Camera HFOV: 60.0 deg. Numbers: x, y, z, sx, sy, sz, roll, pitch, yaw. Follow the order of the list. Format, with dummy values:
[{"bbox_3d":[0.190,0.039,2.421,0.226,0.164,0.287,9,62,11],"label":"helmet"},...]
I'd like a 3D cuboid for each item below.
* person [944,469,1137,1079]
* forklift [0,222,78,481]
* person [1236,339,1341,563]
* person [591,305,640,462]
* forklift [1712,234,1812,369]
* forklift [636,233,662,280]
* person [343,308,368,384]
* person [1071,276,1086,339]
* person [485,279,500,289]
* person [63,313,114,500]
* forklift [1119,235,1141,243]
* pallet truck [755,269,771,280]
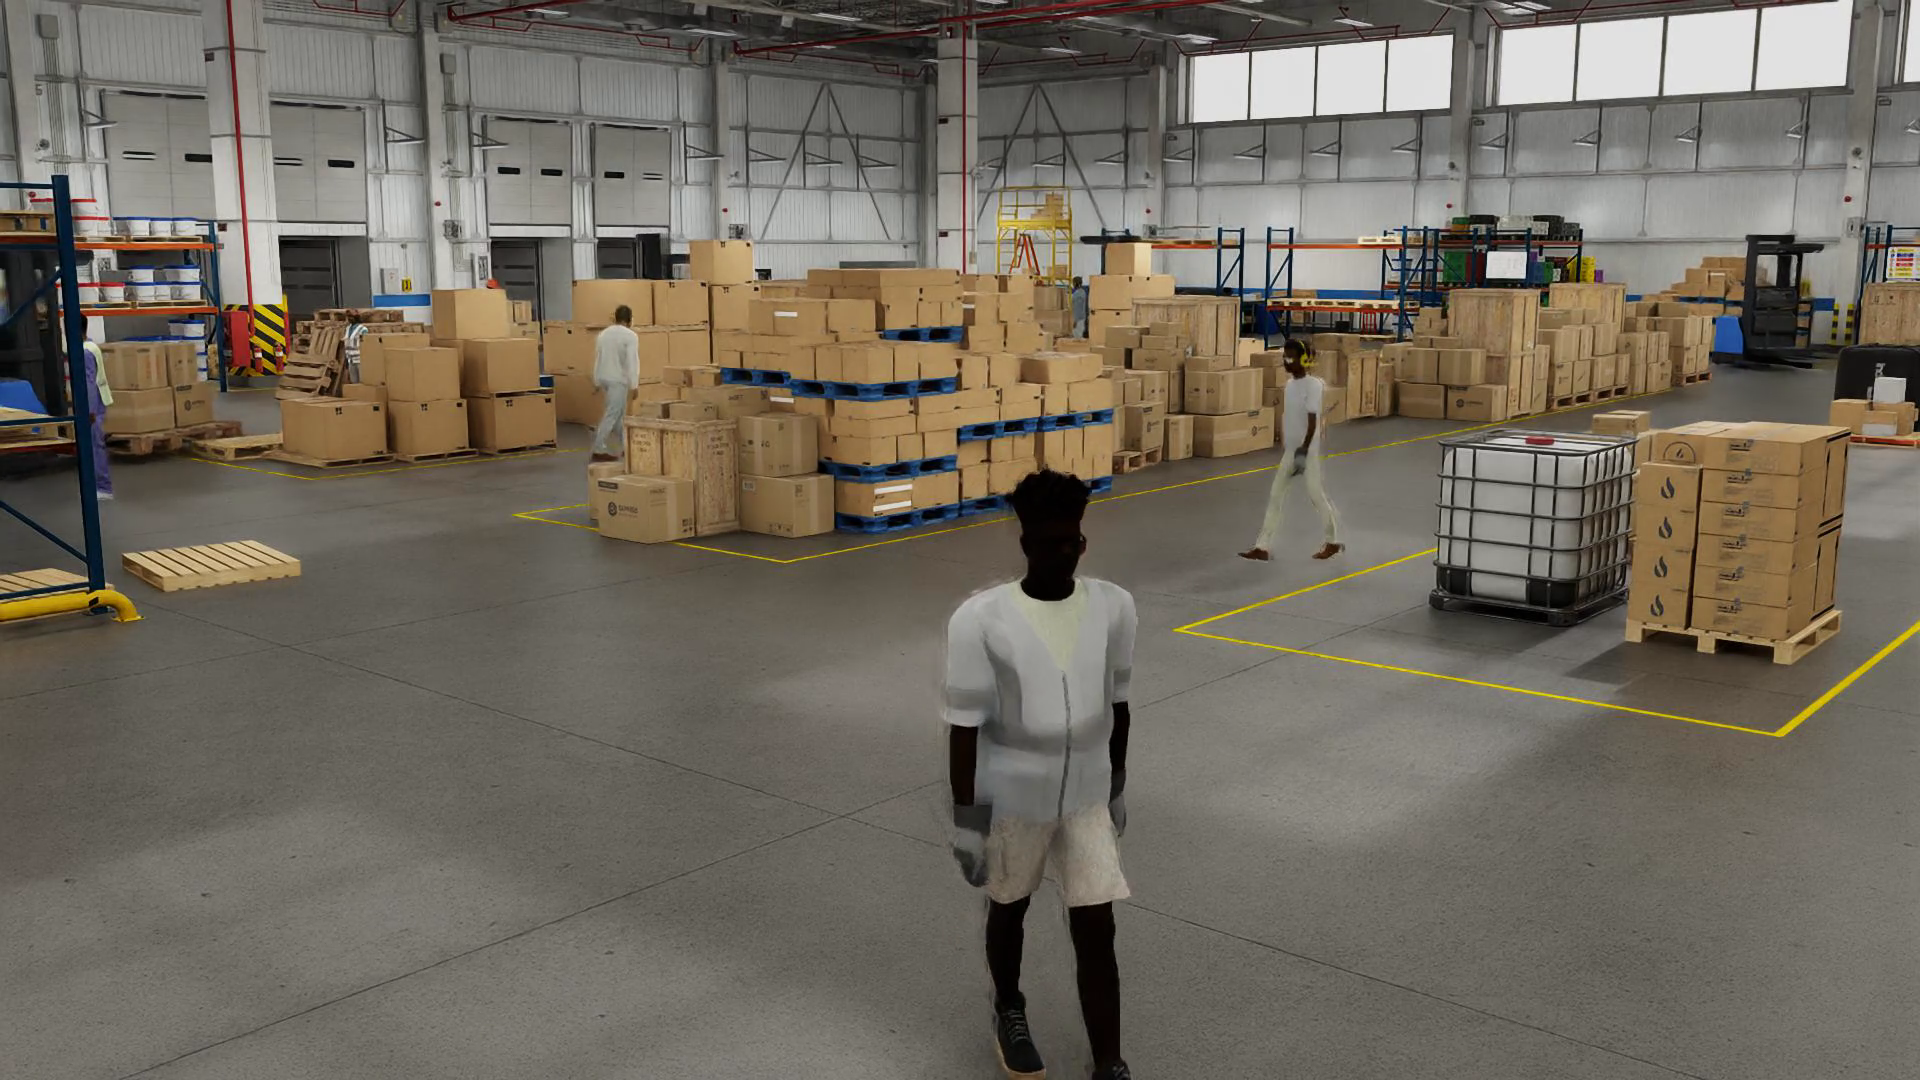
[{"bbox_3d":[0.272,0.761,4.780,0.621,1.915,0.976,-3,10,-17],"label":"person"},{"bbox_3d":[-10.788,-2.147,18.614,1.129,2.768,1.873,2,10,11],"label":"forklift"},{"bbox_3d":[2.745,-0.711,13.469,0.971,1.823,0.539,-5,11,-26],"label":"person"},{"bbox_3d":[-4.159,-1.886,20.046,0.651,1.881,0.869,9,13,41],"label":"person"},{"bbox_3d":[17.051,-5.067,35.241,1.129,2.768,1.873,-2,10,-10],"label":"forklift"},{"bbox_3d":[-6.040,-4.600,32.585,1.873,2.768,1.129,-3,10,-15],"label":"forklift"},{"bbox_3d":[-9.172,-2.697,25.310,0.523,1.648,0.311,7,12,33],"label":"person"},{"bbox_3d":[2.578,-4.823,36.536,0.372,1.940,0.631,2,10,10],"label":"person"},{"bbox_3d":[-9.516,-4.351,33.871,0.373,1.929,0.542,4,11,20],"label":"person"},{"bbox_3d":[-8.821,-1.355,16.894,0.392,1.908,0.595,-6,12,-31],"label":"person"},{"bbox_3d":[3.847,-5.561,38.057,1.873,2.768,1.129,2,10,14],"label":"forklift"},{"bbox_3d":[-4.996,-6.432,45.525,1.885,1.965,0.823,-6,12,-32],"label":"pallet truck"}]
